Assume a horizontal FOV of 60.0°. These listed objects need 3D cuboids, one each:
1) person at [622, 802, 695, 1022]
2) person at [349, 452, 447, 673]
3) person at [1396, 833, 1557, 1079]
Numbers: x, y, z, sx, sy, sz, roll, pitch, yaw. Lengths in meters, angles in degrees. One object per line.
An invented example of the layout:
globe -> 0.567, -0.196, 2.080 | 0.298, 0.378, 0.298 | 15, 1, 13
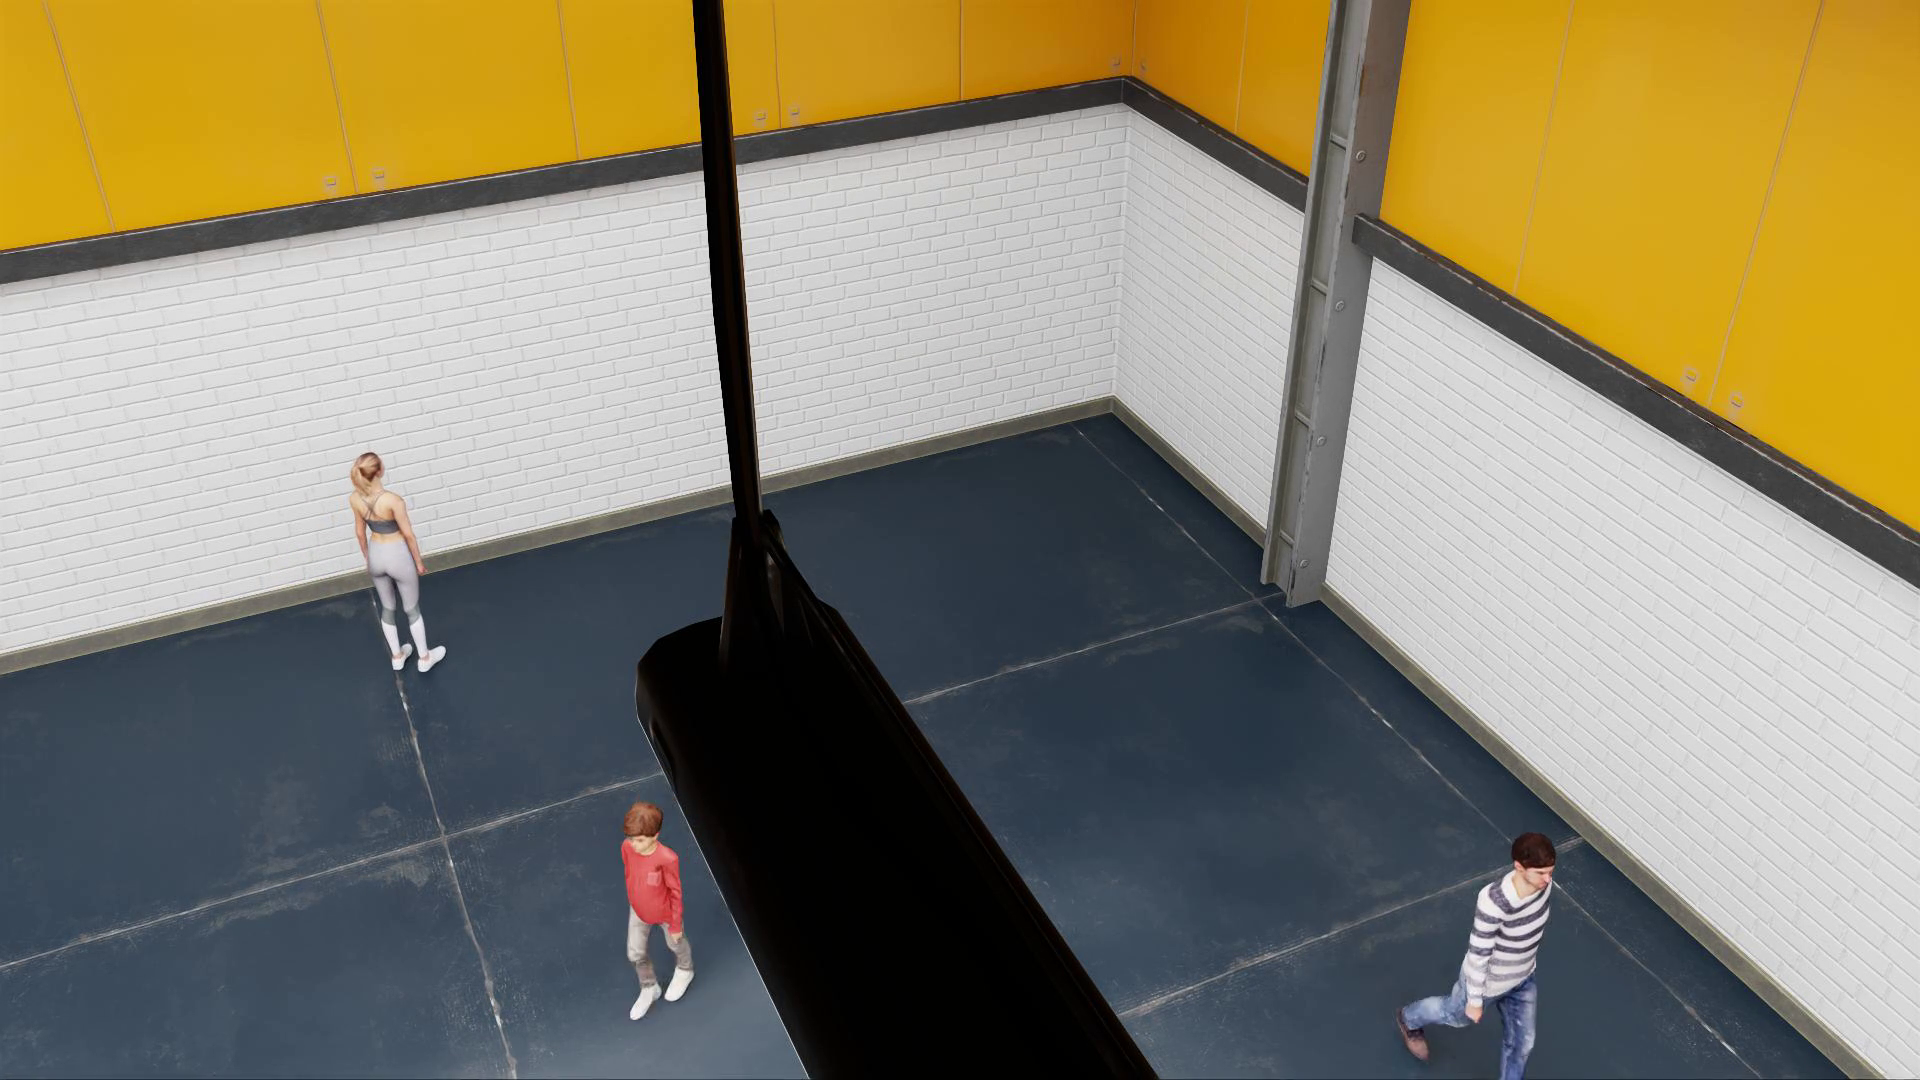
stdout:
person -> -1.597, 1.923, 8.972 | 0.728, 1.403, 0.784 | 13, 36, 19
person -> -3.889, 0.154, 11.361 | 0.647, 1.704, 0.674 | 6, 34, 8
person -> 2.608, 2.106, 8.332 | 0.737, 1.805, 1.211 | -17, 37, -24
